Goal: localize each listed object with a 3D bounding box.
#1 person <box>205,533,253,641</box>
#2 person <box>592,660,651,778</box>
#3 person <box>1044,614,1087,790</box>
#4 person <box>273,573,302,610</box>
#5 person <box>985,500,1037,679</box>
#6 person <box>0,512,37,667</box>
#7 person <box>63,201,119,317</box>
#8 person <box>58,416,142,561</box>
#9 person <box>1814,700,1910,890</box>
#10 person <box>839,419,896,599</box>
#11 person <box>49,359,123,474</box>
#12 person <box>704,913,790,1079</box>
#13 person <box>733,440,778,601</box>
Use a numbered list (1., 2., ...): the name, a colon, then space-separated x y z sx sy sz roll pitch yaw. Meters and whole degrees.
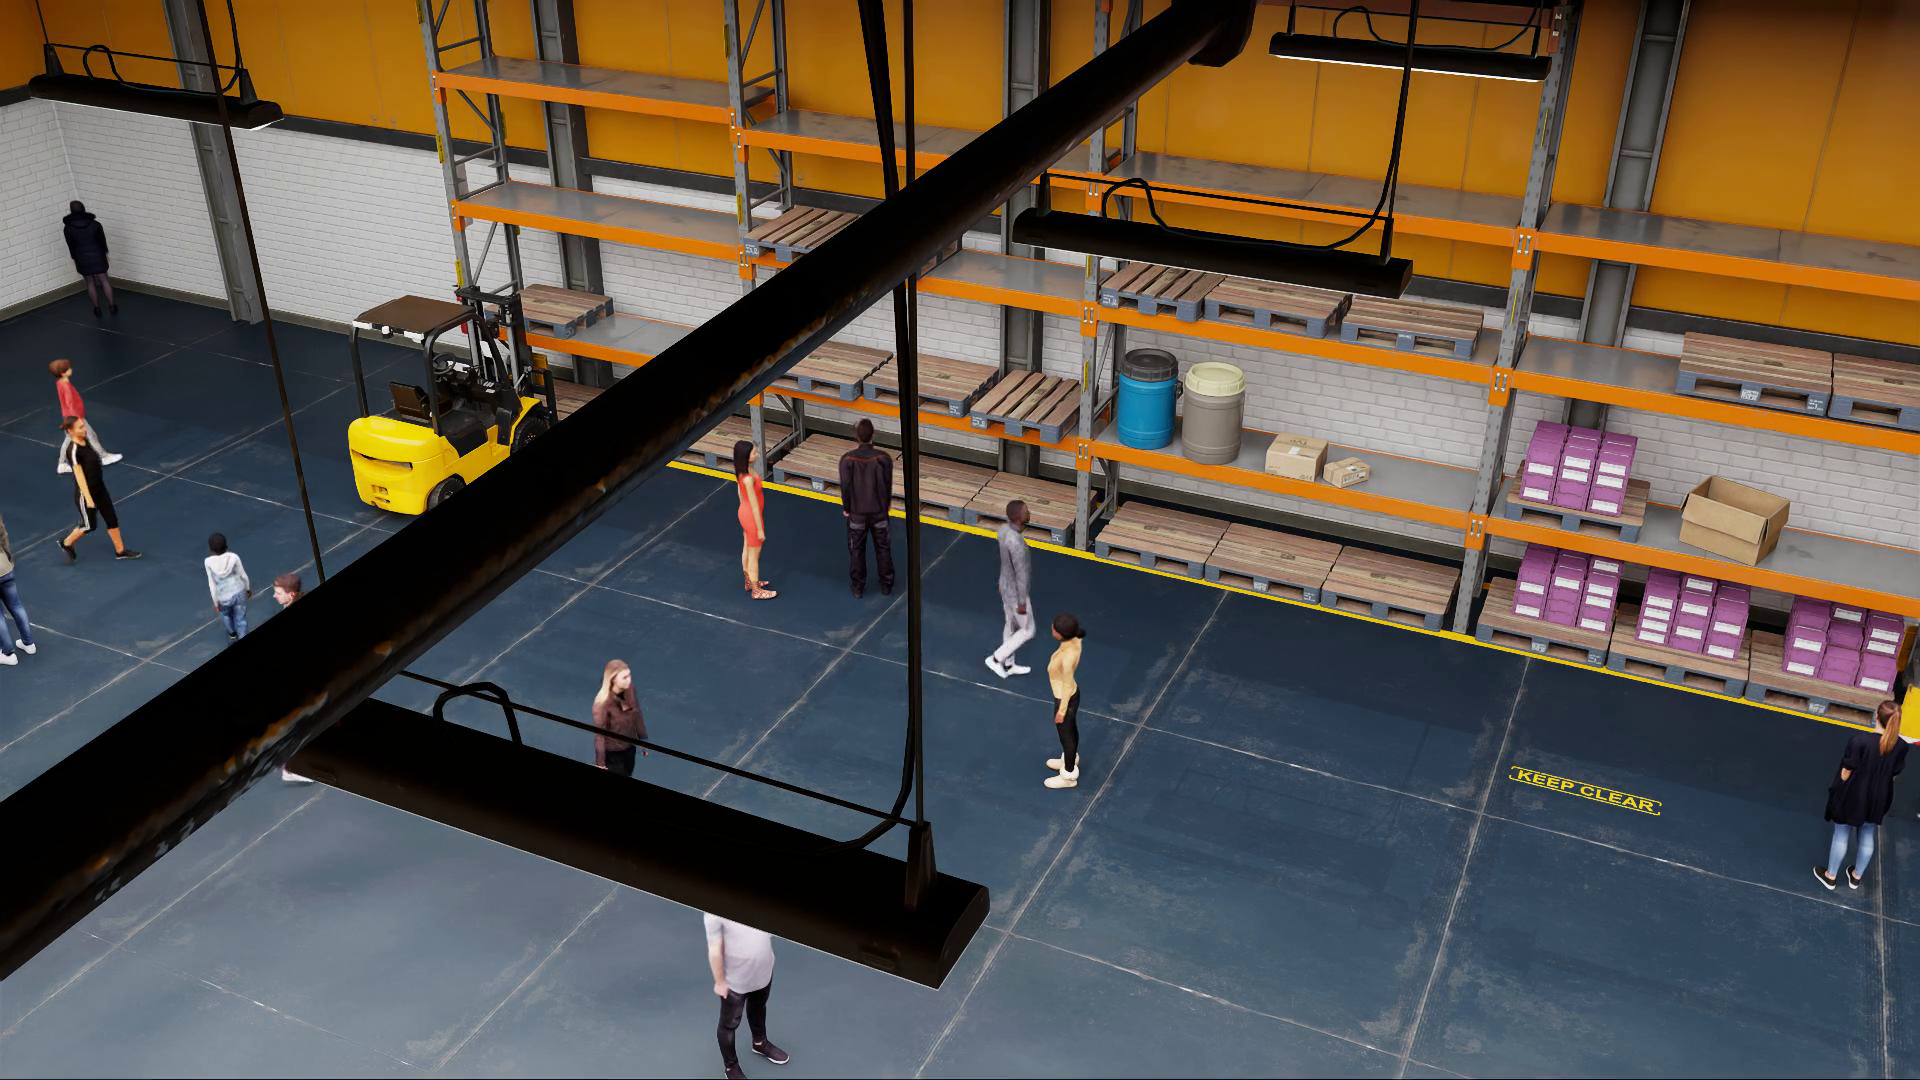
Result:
1. person: -6.929 0.536 15.781 0.782 1.237 0.859 -12 31 -20
2. person: -2.780 1.658 13.257 0.626 1.684 0.640 15 32 25
3. person: 0.898 1.324 13.899 0.614 1.656 0.647 6 29 11
4. person: -5.503 1.092 14.129 0.785 1.843 0.676 -16 32 -27
5. person: 0.415 0.487 15.256 0.914 1.825 0.861 -8 30 -14
6. person: -9.050 0.309 15.542 0.564 1.866 0.688 12 31 21
7. person: -12.387 -4.022 23.681 0.795 1.674 0.837 -14 32 -24
8. person: -9.103 -0.497 17.248 1.078 1.646 0.868 -2 29 -3
9. person: 6.912 1.949 12.726 0.620 1.683 0.763 2 29 4
10. person: -0.920 -0.316 16.635 0.715 1.915 0.839 -2 29 -4
11. person: -10.292 -1.399 19.176 0.806 1.383 0.938 -24 37 -37
12. person: -1.427 2.806 10.992 0.653 1.838 0.715 20 34 32
13. person: -2.093 -0.211 16.646 0.728 1.719 0.659 -11 31 -20
